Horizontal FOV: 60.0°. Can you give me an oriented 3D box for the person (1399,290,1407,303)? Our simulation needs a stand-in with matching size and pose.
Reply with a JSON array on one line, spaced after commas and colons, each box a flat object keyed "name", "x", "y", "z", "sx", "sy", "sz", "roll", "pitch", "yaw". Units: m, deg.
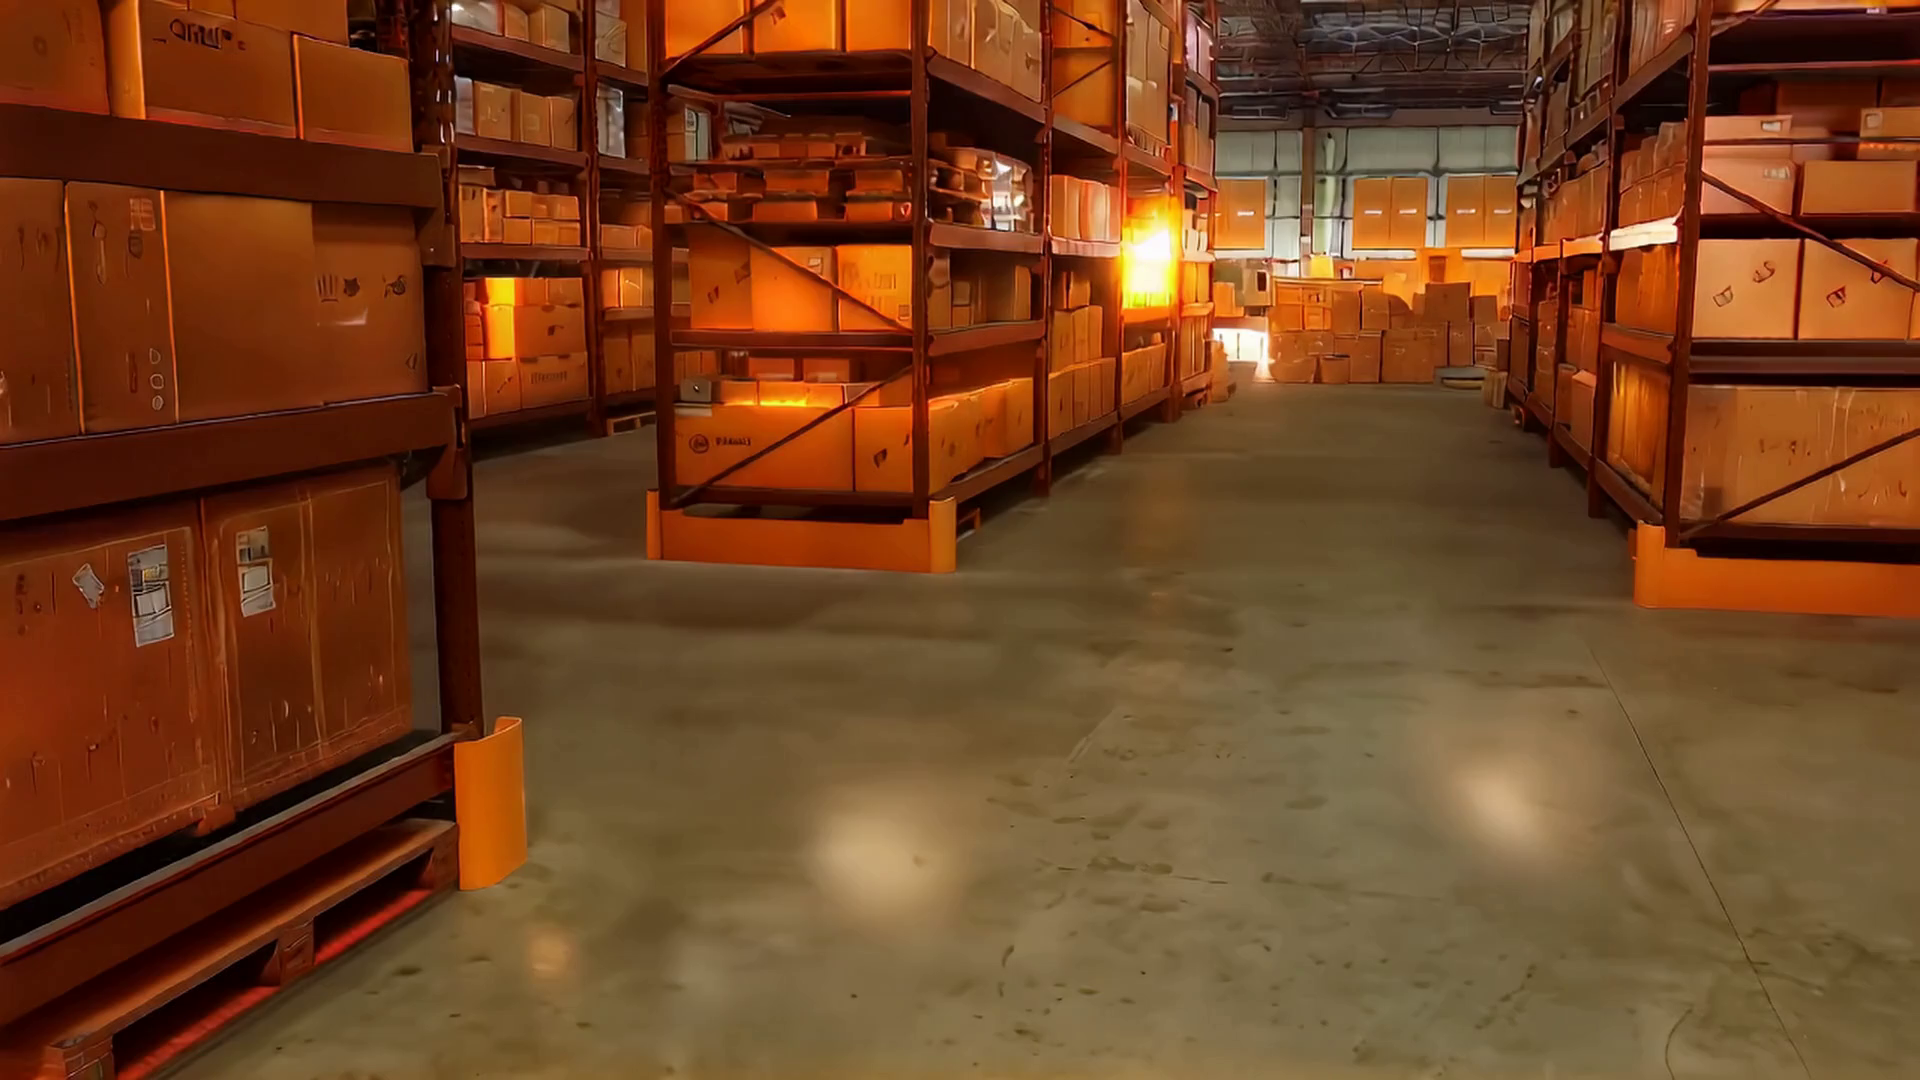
[{"name": "person", "x": 14.089, "y": -7.132, "z": 52.969, "sx": 0.865, "sy": 1.646, "sz": 0.549, "roll": 7, "pitch": 11, "yaw": 37}]

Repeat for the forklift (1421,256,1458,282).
[{"name": "forklift", "x": 12.220, "y": -6.096, "z": 42.499, "sx": 1.129, "sy": 2.768, "sz": 1.873, "roll": 2, "pitch": 9, "yaw": 15}]

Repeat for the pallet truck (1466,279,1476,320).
[{"name": "pallet truck", "x": 18.896, "y": -8.459, "z": 60.307, "sx": 1.885, "sy": 1.965, "sz": 0.823, "roll": 5, "pitch": 10, "yaw": 31}]

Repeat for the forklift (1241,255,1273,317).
[{"name": "forklift", "x": 10.551, "y": -8.662, "z": 58.805, "sx": 1.129, "sy": 2.768, "sz": 1.873, "roll": 2, "pitch": 9, "yaw": 15}]
